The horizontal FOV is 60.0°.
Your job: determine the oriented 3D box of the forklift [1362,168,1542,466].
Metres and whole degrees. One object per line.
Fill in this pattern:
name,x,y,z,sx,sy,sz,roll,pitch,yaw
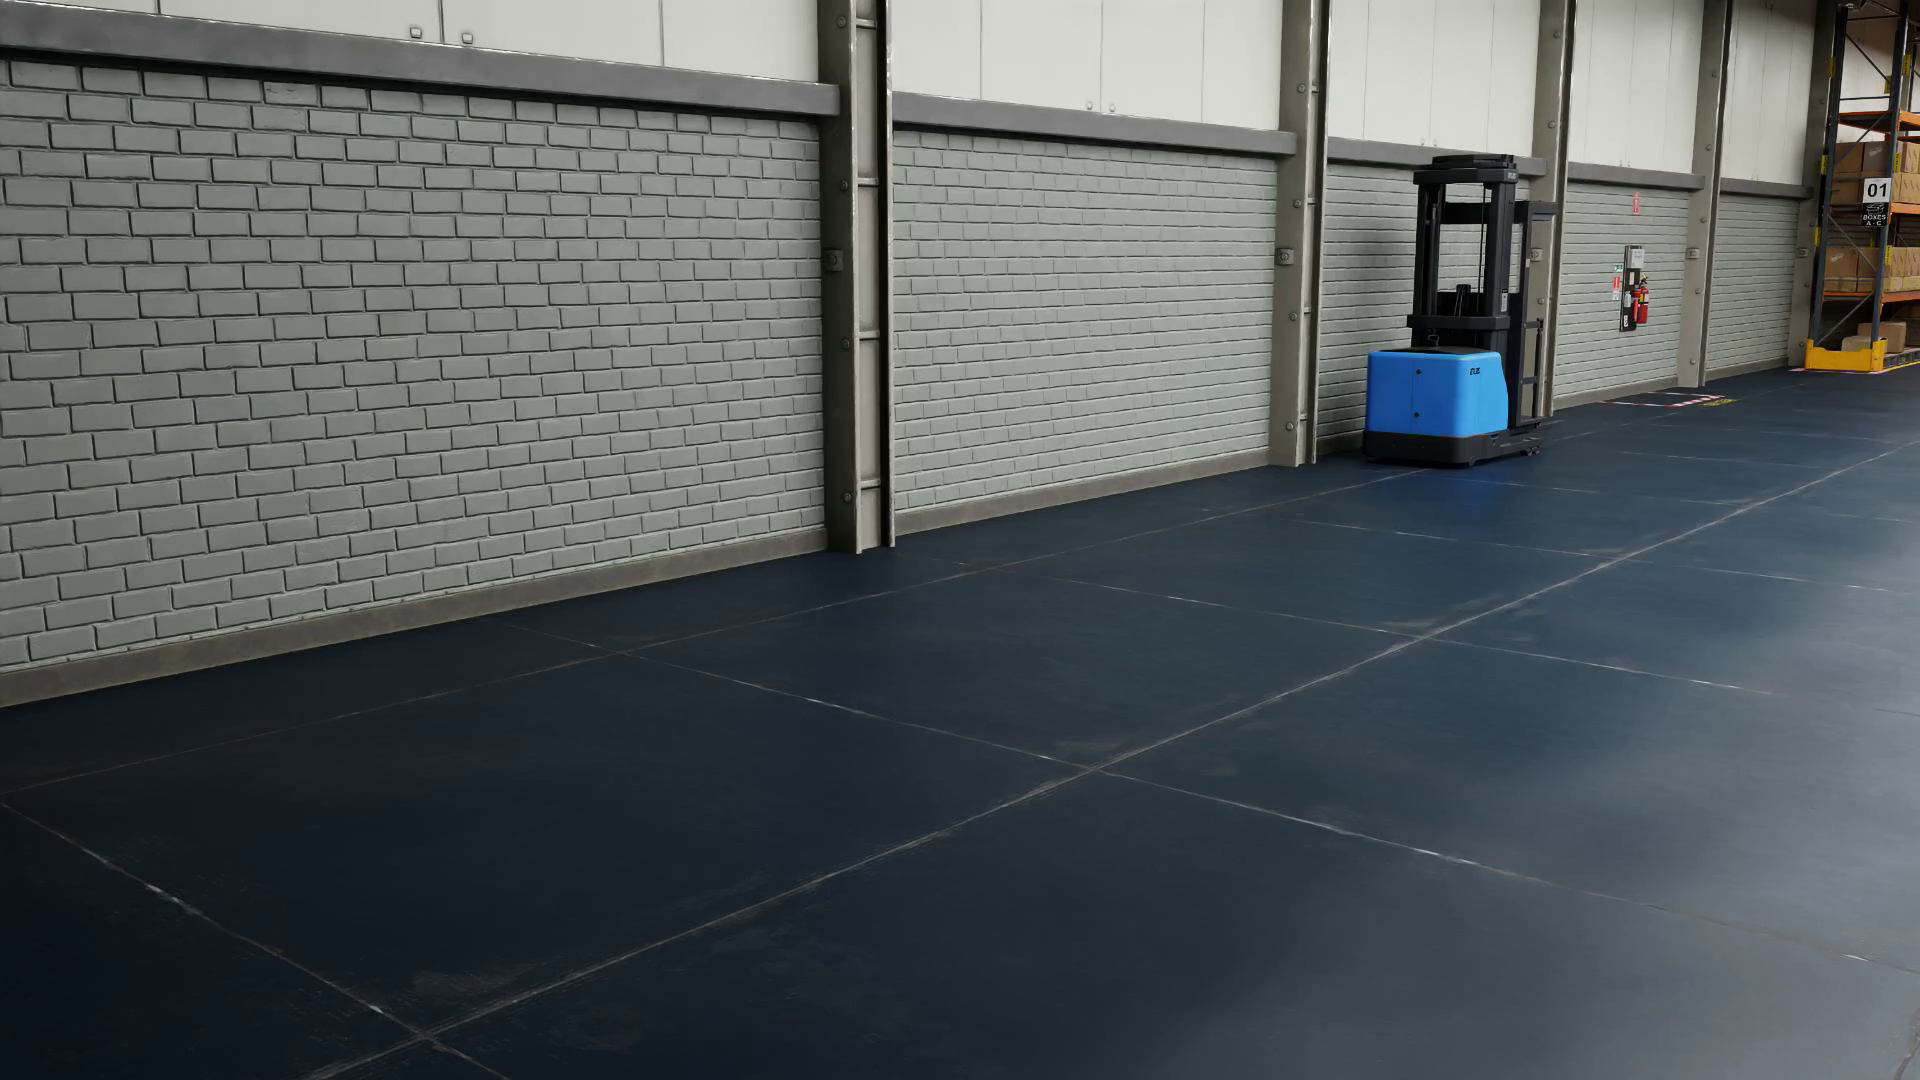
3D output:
forklift,4.875,-2.212,16.287,1.129,2.768,1.873,8,13,40
